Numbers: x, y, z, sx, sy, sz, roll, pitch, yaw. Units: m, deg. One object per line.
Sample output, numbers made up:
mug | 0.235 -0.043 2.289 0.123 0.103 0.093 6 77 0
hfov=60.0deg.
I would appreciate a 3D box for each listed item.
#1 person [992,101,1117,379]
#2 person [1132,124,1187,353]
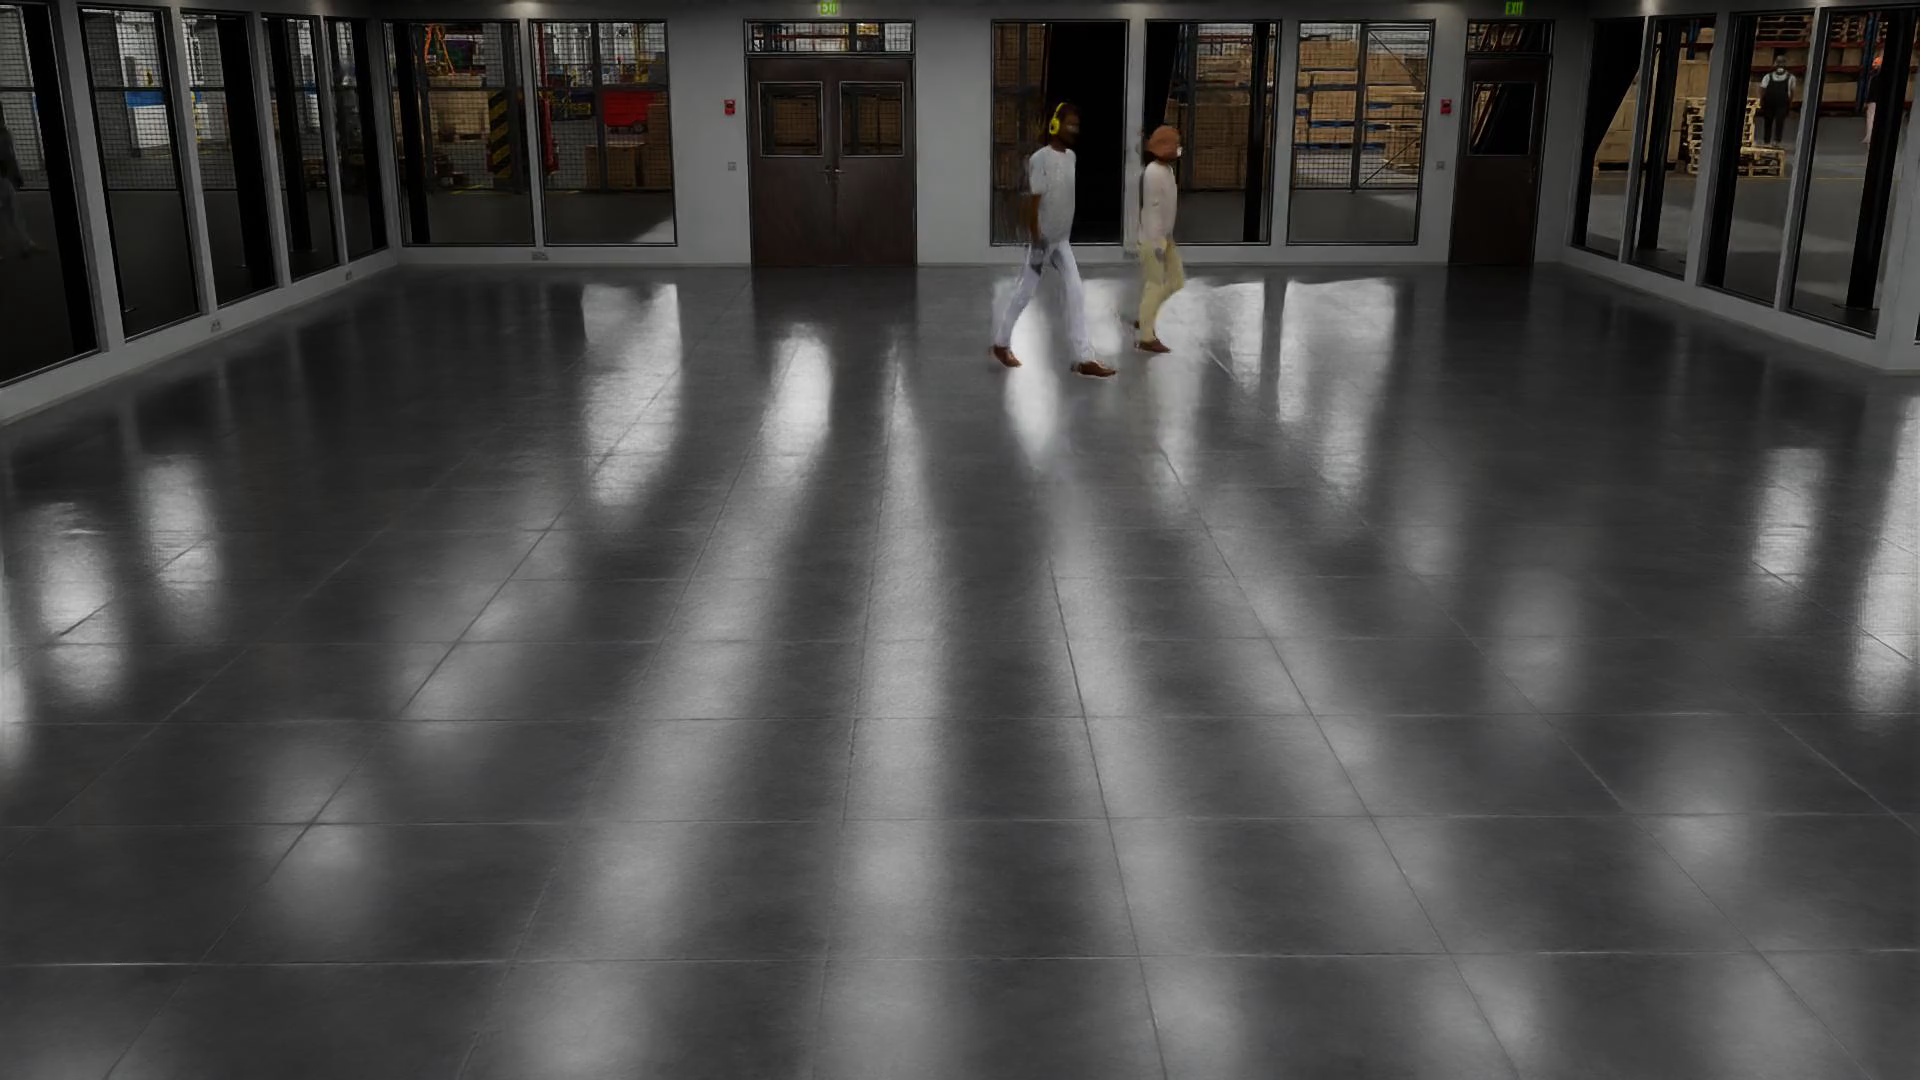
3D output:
person | 0.591 -2.006 11.138 1.033 1.810 0.548 14 21 39
person | 1.439 -2.133 11.871 0.350 1.623 0.503 7 18 23
